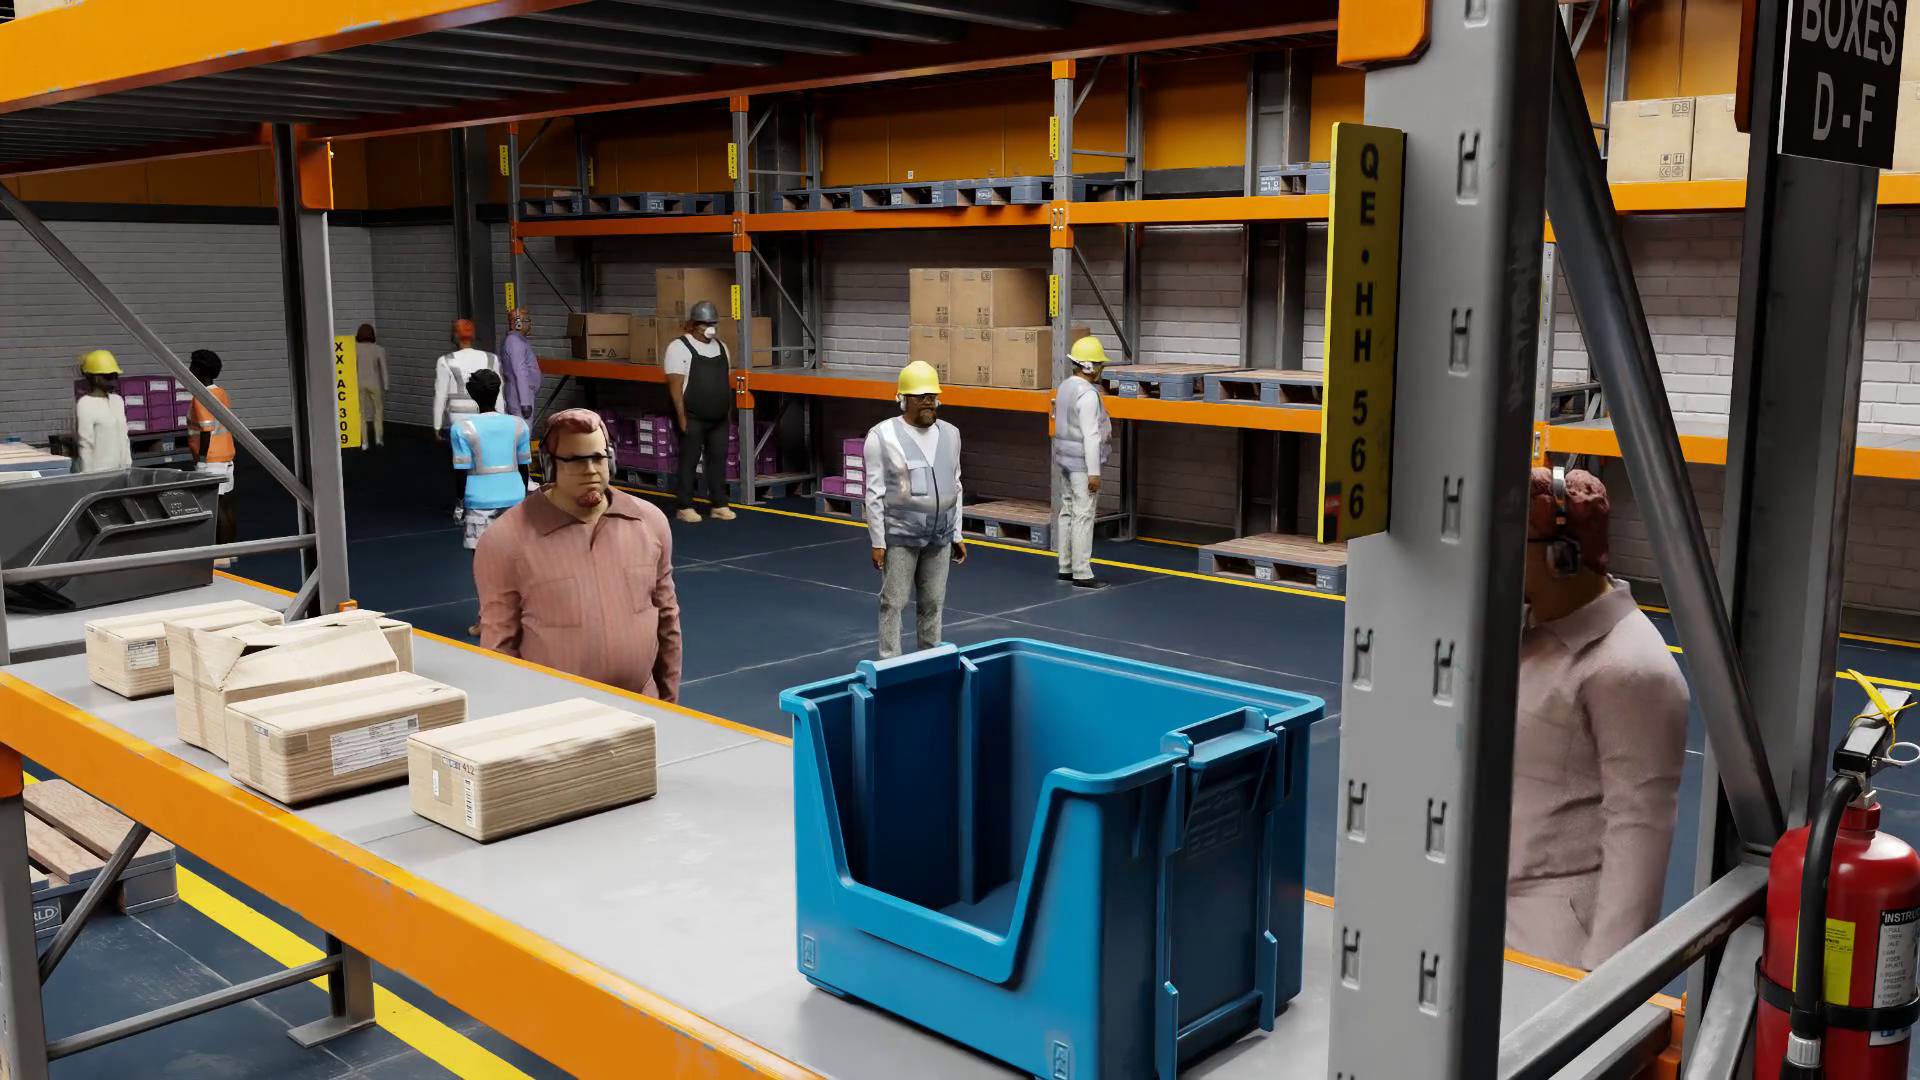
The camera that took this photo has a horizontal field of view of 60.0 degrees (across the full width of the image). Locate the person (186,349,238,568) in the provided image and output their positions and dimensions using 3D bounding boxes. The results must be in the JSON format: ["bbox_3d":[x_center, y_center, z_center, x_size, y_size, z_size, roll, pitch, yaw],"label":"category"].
[{"bbox_3d":[-5.809,-0.629,12.912,0.318,1.700,0.535,-2,9,-9],"label":"person"}]

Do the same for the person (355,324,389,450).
[{"bbox_3d":[-7.620,-1.969,21.396,0.530,1.611,0.538,-2,10,-13],"label":"person"}]

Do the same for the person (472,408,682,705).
[{"bbox_3d":[-1.144,0.541,5.140,0.645,1.900,0.404,-7,11,-35],"label":"person"}]

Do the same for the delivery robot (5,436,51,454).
[{"bbox_3d":[-9.900,-0.846,17.442,0.477,0.478,0.707,6,11,30],"label":"delivery robot"}]

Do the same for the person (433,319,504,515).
[{"bbox_3d":[-4.518,-1.075,15.148,0.614,1.856,0.801,-8,12,-39],"label":"person"}]

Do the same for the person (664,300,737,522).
[{"bbox_3d":[-2.343,-1.181,15.256,0.700,2.000,0.537,-9,13,-43],"label":"person"}]

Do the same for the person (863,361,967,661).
[{"bbox_3d":[-0.219,-0.032,8.842,0.589,1.834,0.403,-6,11,-32],"label":"person"}]

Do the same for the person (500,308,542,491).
[{"bbox_3d":[-4.578,-1.468,17.423,0.410,1.909,0.642,-4,10,-24],"label":"person"}]

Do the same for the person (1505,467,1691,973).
[{"bbox_3d":[1.255,0.788,3.608,0.401,1.904,0.641,-1,9,-7],"label":"person"}]

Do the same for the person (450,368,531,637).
[{"bbox_3d":[-2.935,-0.227,10.444,0.537,1.699,0.321,-8,12,-41],"label":"person"}]

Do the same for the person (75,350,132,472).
[{"bbox_3d":[-6.157,-0.490,11.904,0.583,1.745,0.534,1,9,3],"label":"person"}]

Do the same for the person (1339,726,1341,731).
[{"bbox_3d":[2.225,0.061,8.259,0.588,1.848,0.533,-1,9,-7],"label":"person"}]

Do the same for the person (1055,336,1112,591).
[{"bbox_3d":[0.895,-0.551,12.032,0.404,1.829,0.600,-3,10,-16],"label":"person"}]
